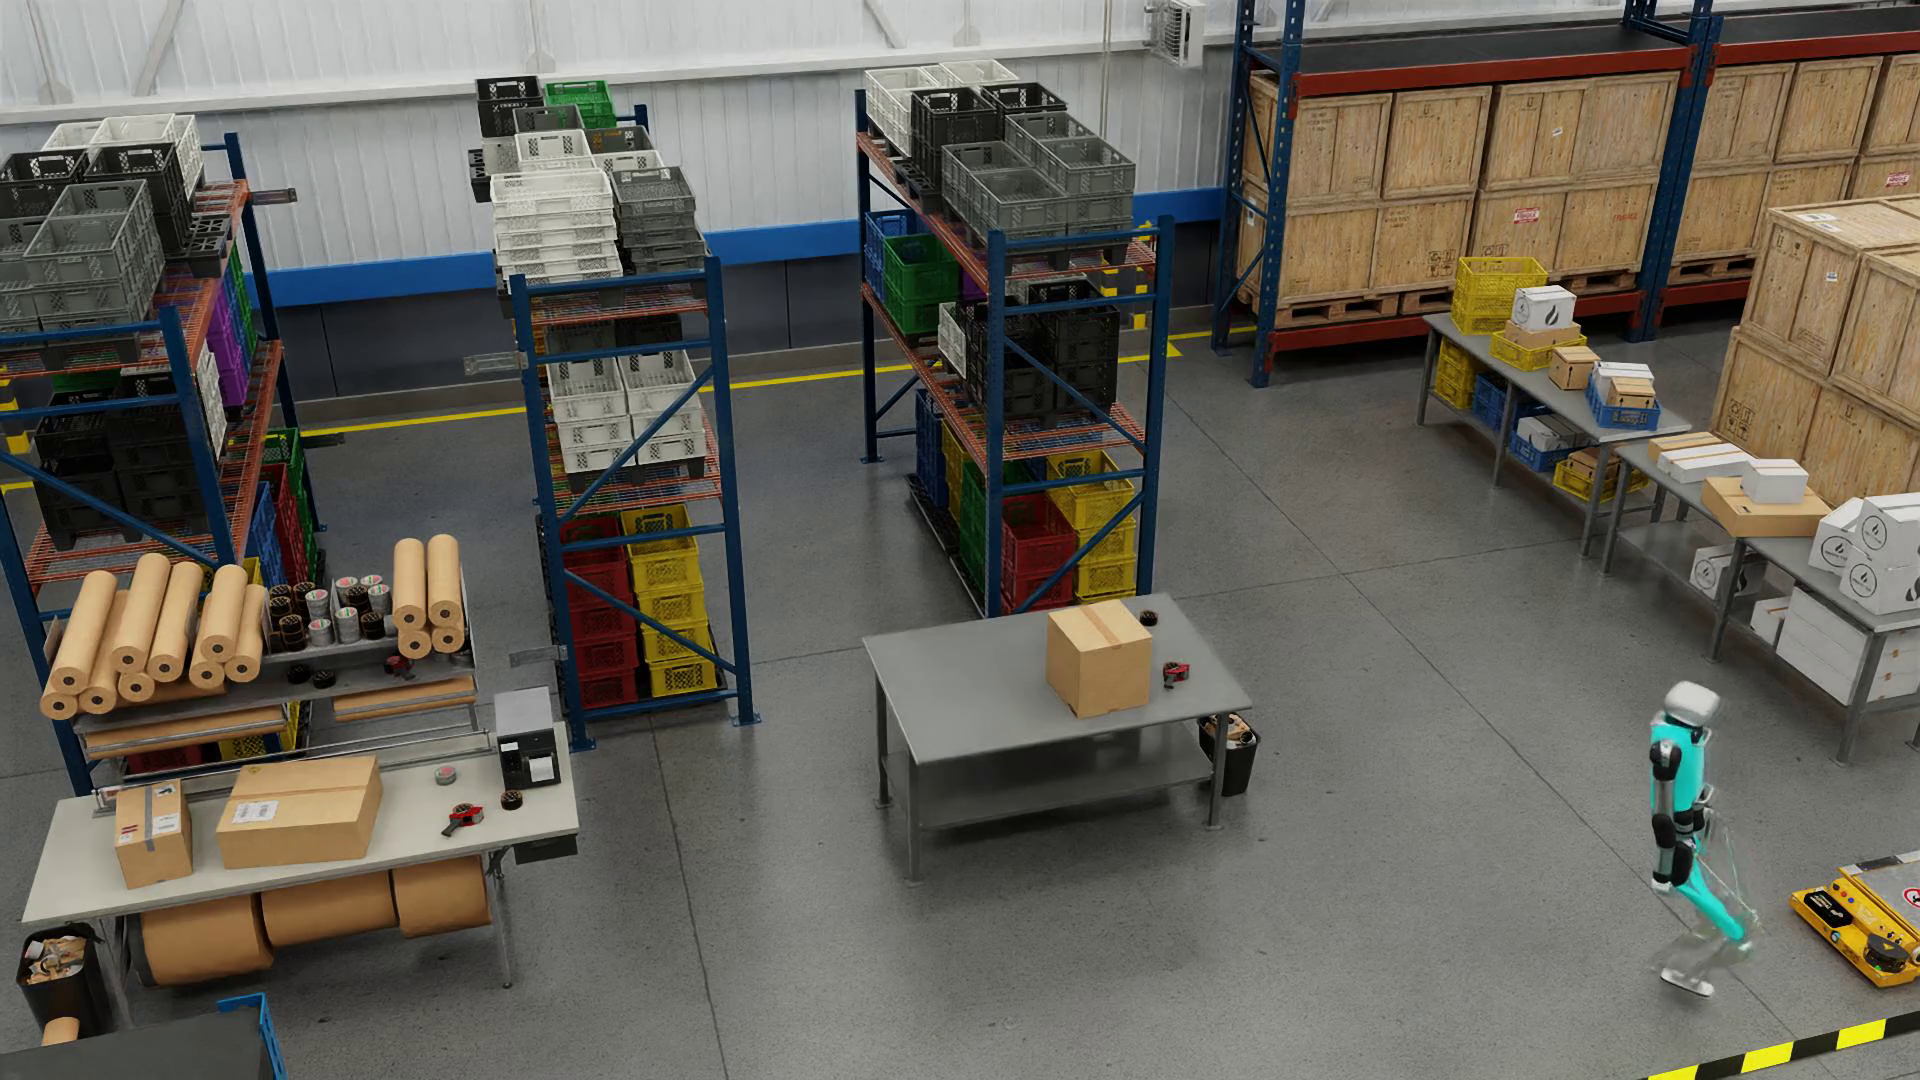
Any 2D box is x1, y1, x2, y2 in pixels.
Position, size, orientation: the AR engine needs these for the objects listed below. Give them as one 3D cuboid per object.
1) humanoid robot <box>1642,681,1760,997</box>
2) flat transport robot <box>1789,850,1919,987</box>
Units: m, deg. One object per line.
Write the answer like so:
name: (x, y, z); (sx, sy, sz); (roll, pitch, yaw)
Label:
humanoid robot: (3.557, 1.539, 7.874); (0.787, 1.814, 0.557); (19, 34, 30)
flat transport robot: (5.163, 1.916, 8.676); (1.431, 0.231, 0.659); (-8, 30, -14)
